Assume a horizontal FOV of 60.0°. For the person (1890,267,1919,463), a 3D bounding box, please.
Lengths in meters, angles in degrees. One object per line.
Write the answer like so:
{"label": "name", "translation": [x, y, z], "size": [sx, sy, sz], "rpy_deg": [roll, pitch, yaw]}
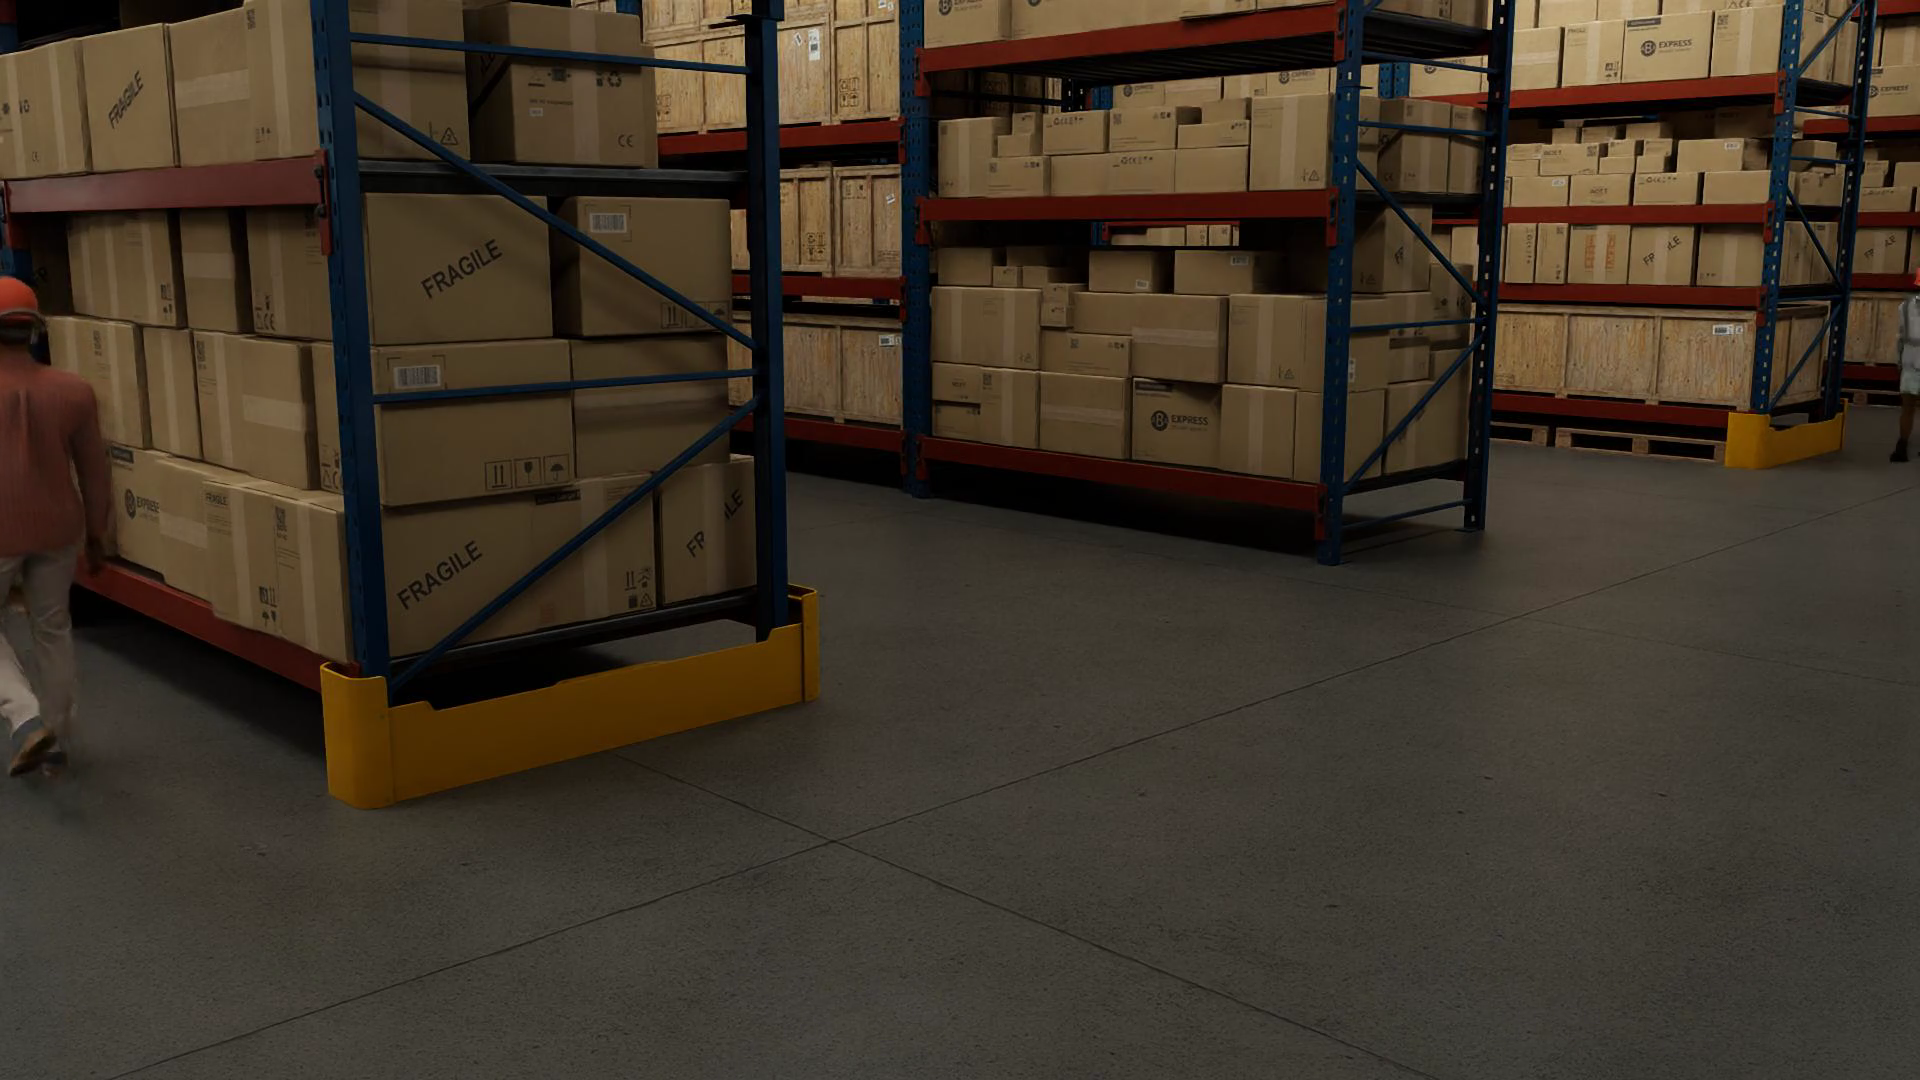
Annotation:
{"label": "person", "translation": [9.136, -1.673, 15.727], "size": [0.572, 1.884, 1.020], "rpy_deg": [10, 14, 42]}

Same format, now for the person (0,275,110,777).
{"label": "person", "translation": [-3.645, -0.031, 6.474], "size": [0.462, 1.980, 0.653], "rpy_deg": [10, 14, 43]}
